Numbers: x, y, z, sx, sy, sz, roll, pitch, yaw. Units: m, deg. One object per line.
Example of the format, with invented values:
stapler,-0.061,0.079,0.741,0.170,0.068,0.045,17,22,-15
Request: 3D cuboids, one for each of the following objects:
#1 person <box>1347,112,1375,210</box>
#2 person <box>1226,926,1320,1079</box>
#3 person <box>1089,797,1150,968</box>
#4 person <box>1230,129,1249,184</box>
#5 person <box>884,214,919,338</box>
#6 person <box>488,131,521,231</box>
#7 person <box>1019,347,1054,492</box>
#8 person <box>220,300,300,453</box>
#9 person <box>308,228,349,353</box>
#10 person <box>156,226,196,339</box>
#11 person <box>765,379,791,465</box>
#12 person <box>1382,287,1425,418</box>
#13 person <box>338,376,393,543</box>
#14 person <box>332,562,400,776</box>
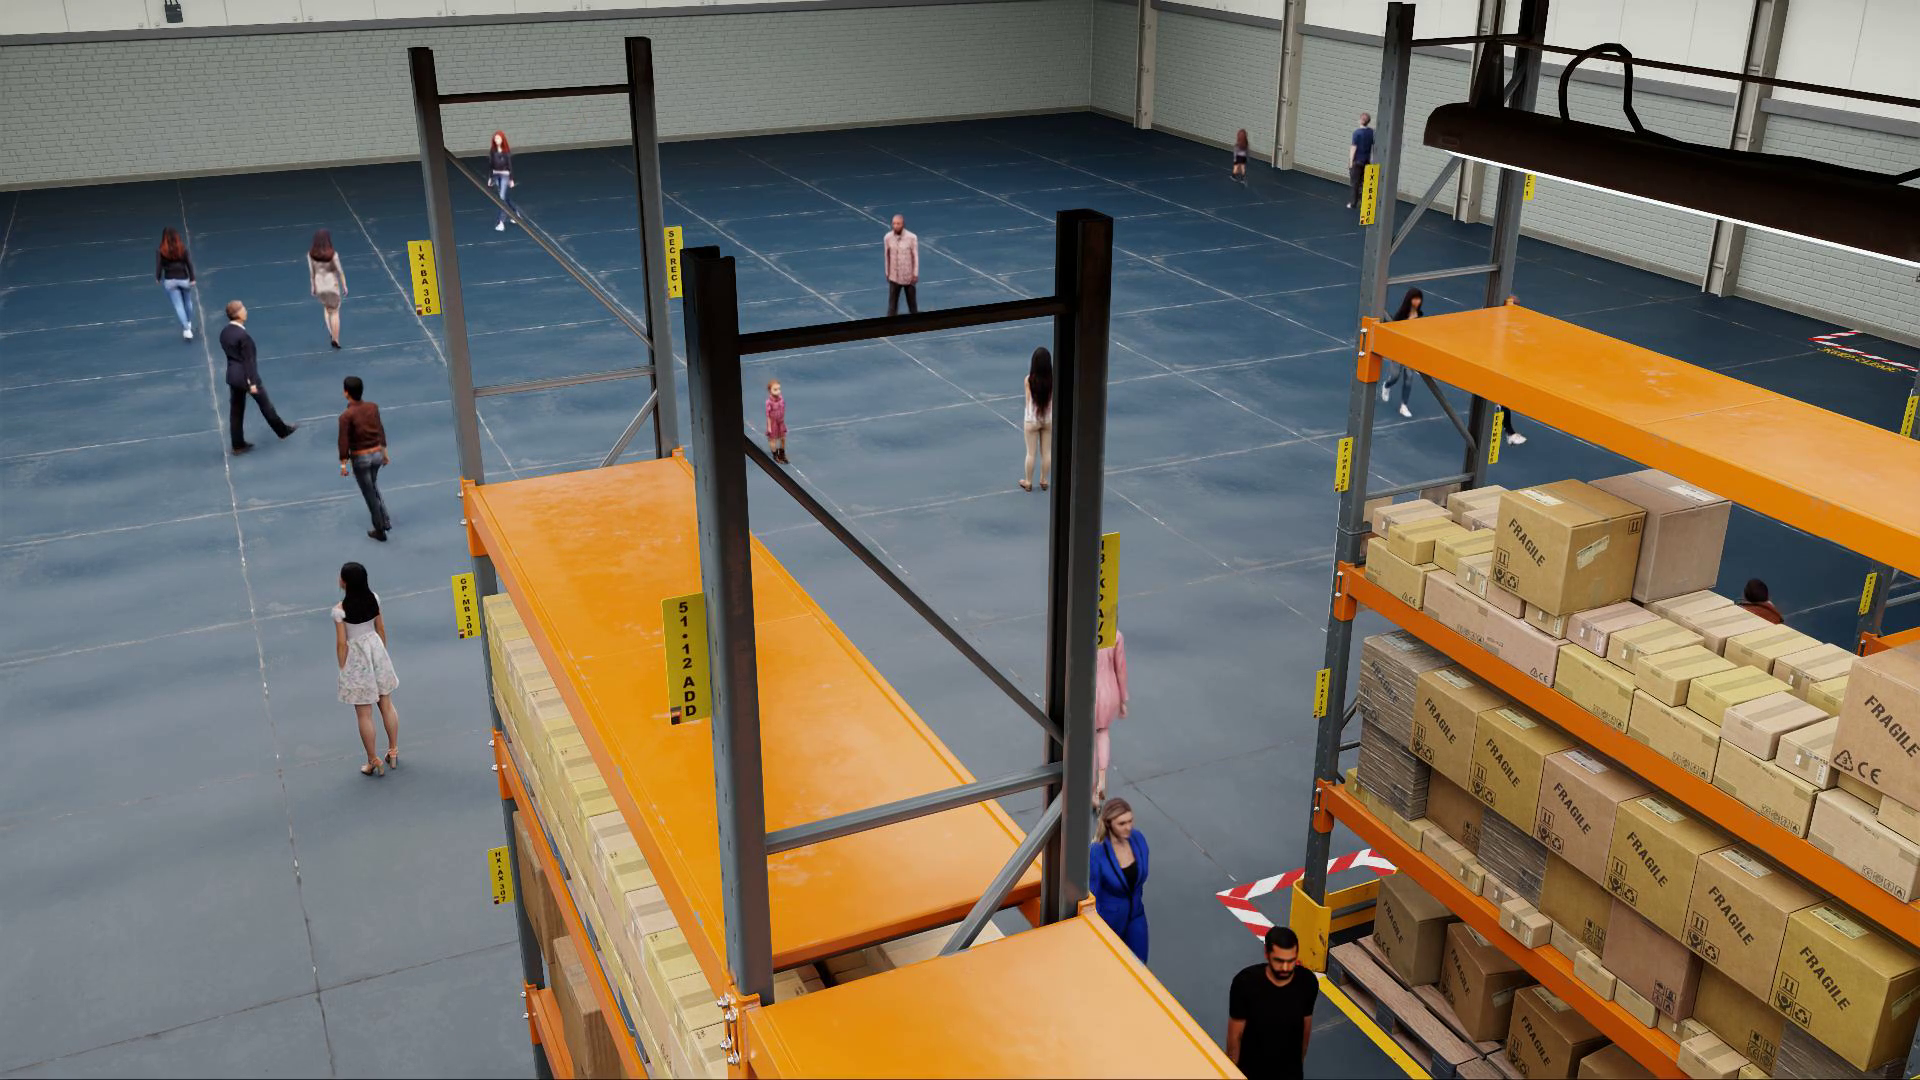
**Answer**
person,7.828,-7.325,32.251,0.660,1.862,0.777,-10,25,-23
person,1.585,2.730,8.784,0.922,1.724,1.178,0,23,-1
person,0.846,2.265,9.971,0.721,1.651,1.188,-13,26,-28
person,5.931,-8.072,35.006,0.586,1.082,0.788,-5,23,-11
person,-0.799,-3.852,24.215,1.147,1.761,1.285,5,24,11
person,-8.458,-6.669,30.861,1.131,1.743,1.244,6,24,15
person,0.885,-1.327,18.417,0.638,1.651,0.576,-10,25,-22
person,-8.515,-1.895,19.586,1.166,1.782,1.129,15,27,31
person,-8.927,-3.498,23.419,0.731,1.732,0.764,0,23,1
person,-11.303,-3.692,24.055,0.768,1.592,1.135,-15,27,-31
person,-2.166,-1.394,19.392,0.478,1.011,0.535,-17,28,-34
person,5.570,-2.393,20.953,0.738,1.629,0.953,-3,23,-7
person,-6.024,-0.809,17.043,0.797,1.773,0.782,15,27,31
person,-4.585,0.985,12.827,0.779,1.772,0.756,18,29,36
